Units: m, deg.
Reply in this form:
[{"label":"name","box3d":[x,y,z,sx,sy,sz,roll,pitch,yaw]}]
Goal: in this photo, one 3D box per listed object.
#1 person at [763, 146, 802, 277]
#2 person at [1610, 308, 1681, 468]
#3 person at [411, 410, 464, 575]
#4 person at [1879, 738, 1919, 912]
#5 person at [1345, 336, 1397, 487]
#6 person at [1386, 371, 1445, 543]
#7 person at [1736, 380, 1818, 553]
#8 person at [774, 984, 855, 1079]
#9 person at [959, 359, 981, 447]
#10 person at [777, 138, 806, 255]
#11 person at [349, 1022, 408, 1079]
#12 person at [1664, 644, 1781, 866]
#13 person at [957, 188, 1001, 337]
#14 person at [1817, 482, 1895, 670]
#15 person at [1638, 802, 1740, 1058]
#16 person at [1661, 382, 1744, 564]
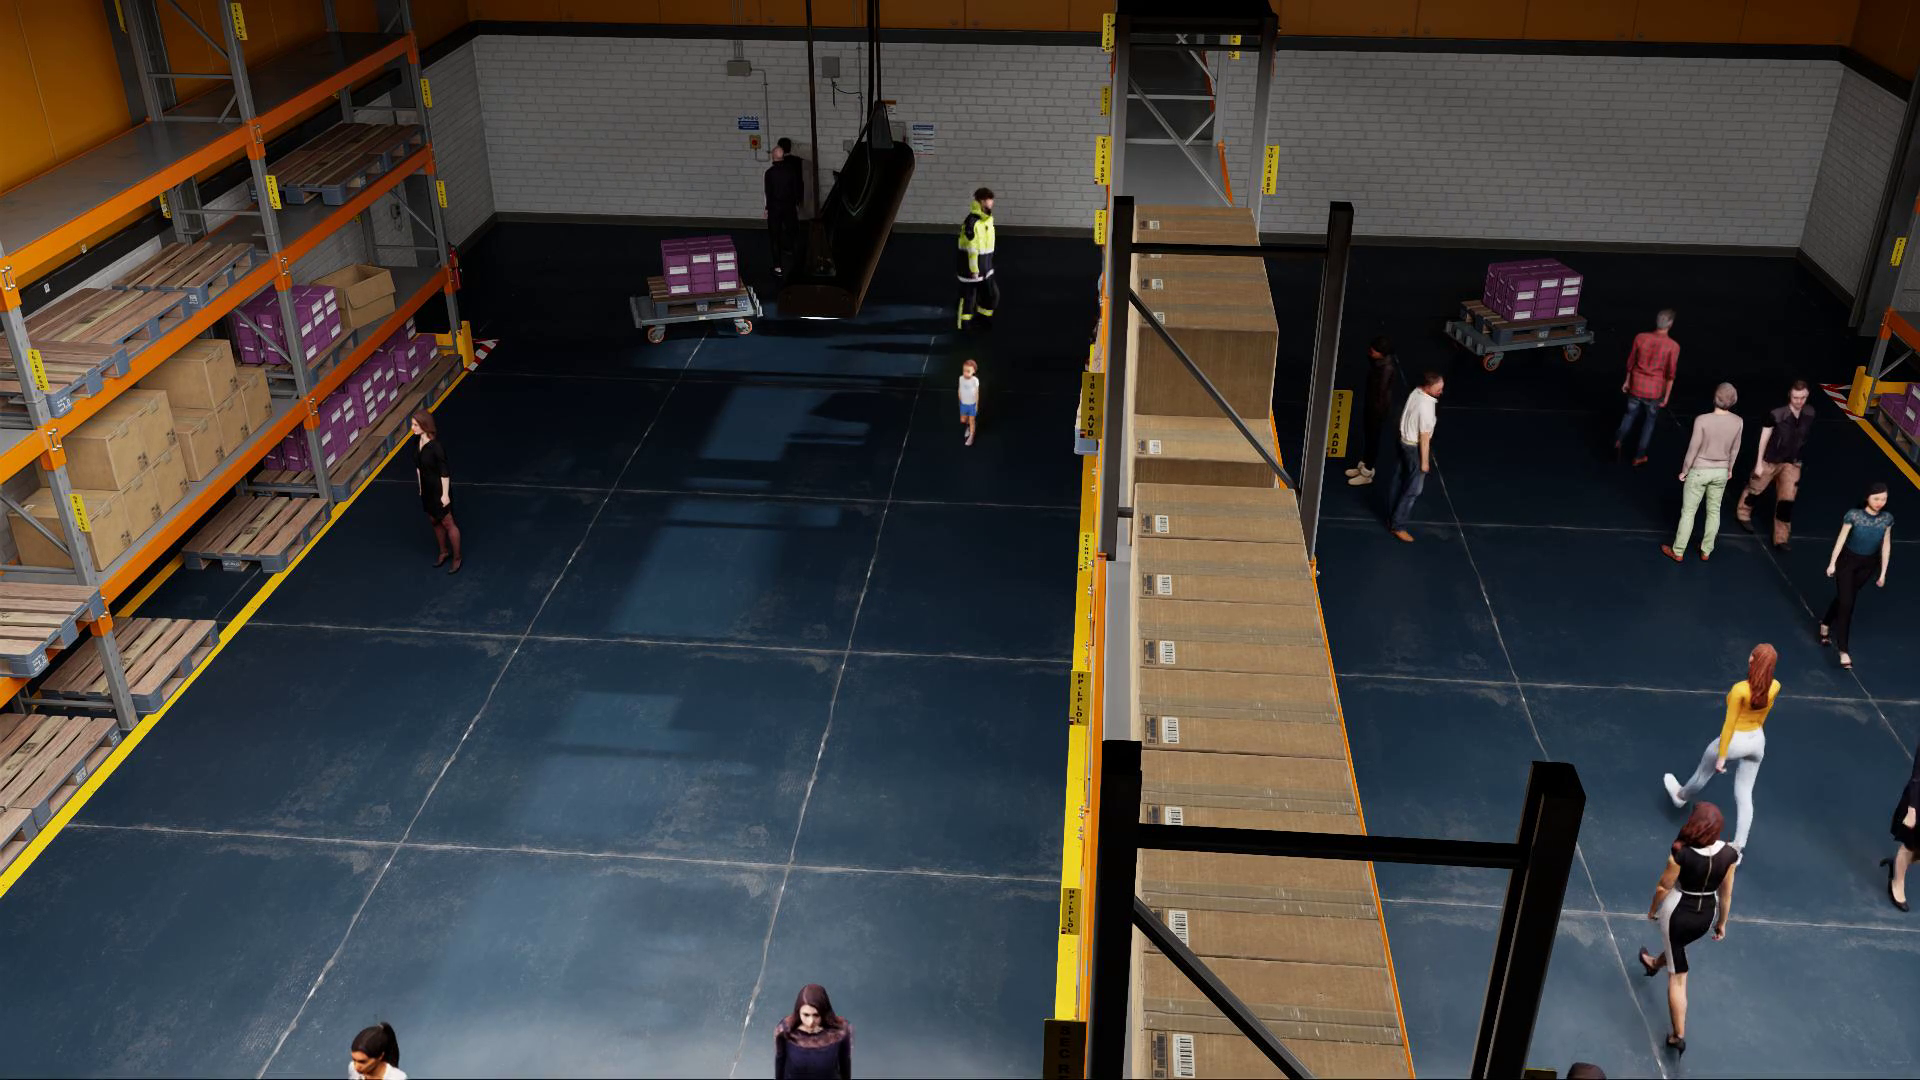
[{"label":"person","box3d":[-2.519,-4.668,23.573,0.765,1.837,0.764,-13,31,-22]},{"label":"person","box3d":[7.392,-1.612,17.996,0.959,1.813,1.042,23,36,36]},{"label":"person","box3d":[-5.042,-0.472,16.017,0.660,1.705,0.673,21,35,33]},{"label":"person","box3d":[6.759,1.844,11.741,0.741,1.734,0.796,-8,30,-14]},{"label":"person","box3d":[4.451,-1.397,17.761,0.650,1.659,0.589,16,33,27]},{"label":"person","box3d":[4.506,-0.934,16.748,0.908,1.816,0.534,-7,29,-13]},{"label":"person","box3d":[8.128,-0.822,16.577,0.691,1.784,1.133,0,29,-1]},{"label":"person","box3d":[-0.836,3.137,9.512,0.652,1.599,0.740,0,29,0]},{"label":"person","box3d":[0.133,-1.577,18.763,0.505,1.016,0.574,15,32,25]},{"label":"person","box3d":[-2.422,-4.888,24.042,1.139,1.774,1.137,-25,37,-38]},{"label":"person","box3d":[-3.135,3.288,9.190,0.654,1.642,0.658,16,32,26]},{"label":"person","box3d":[5.789,1.606,12.217,0.864,1.697,1.234,-8,30,-14]},{"label":"person","box3d":[0.134,-3.599,21.488,1.004,1.955,0.914,23,36,35]},{"label":"person","box3d":[7.898,0.232,14.732,0.596,1.700,1.055,3,29,5]},{"label":"person","box3d":[4.621,2.498,10.523,0.665,1.752,1.152,0,29,0]},{"label":"person","box3d":[7.267,-0.651,16.162,0.690,1.881,0.630,-1,29,-2]}]
